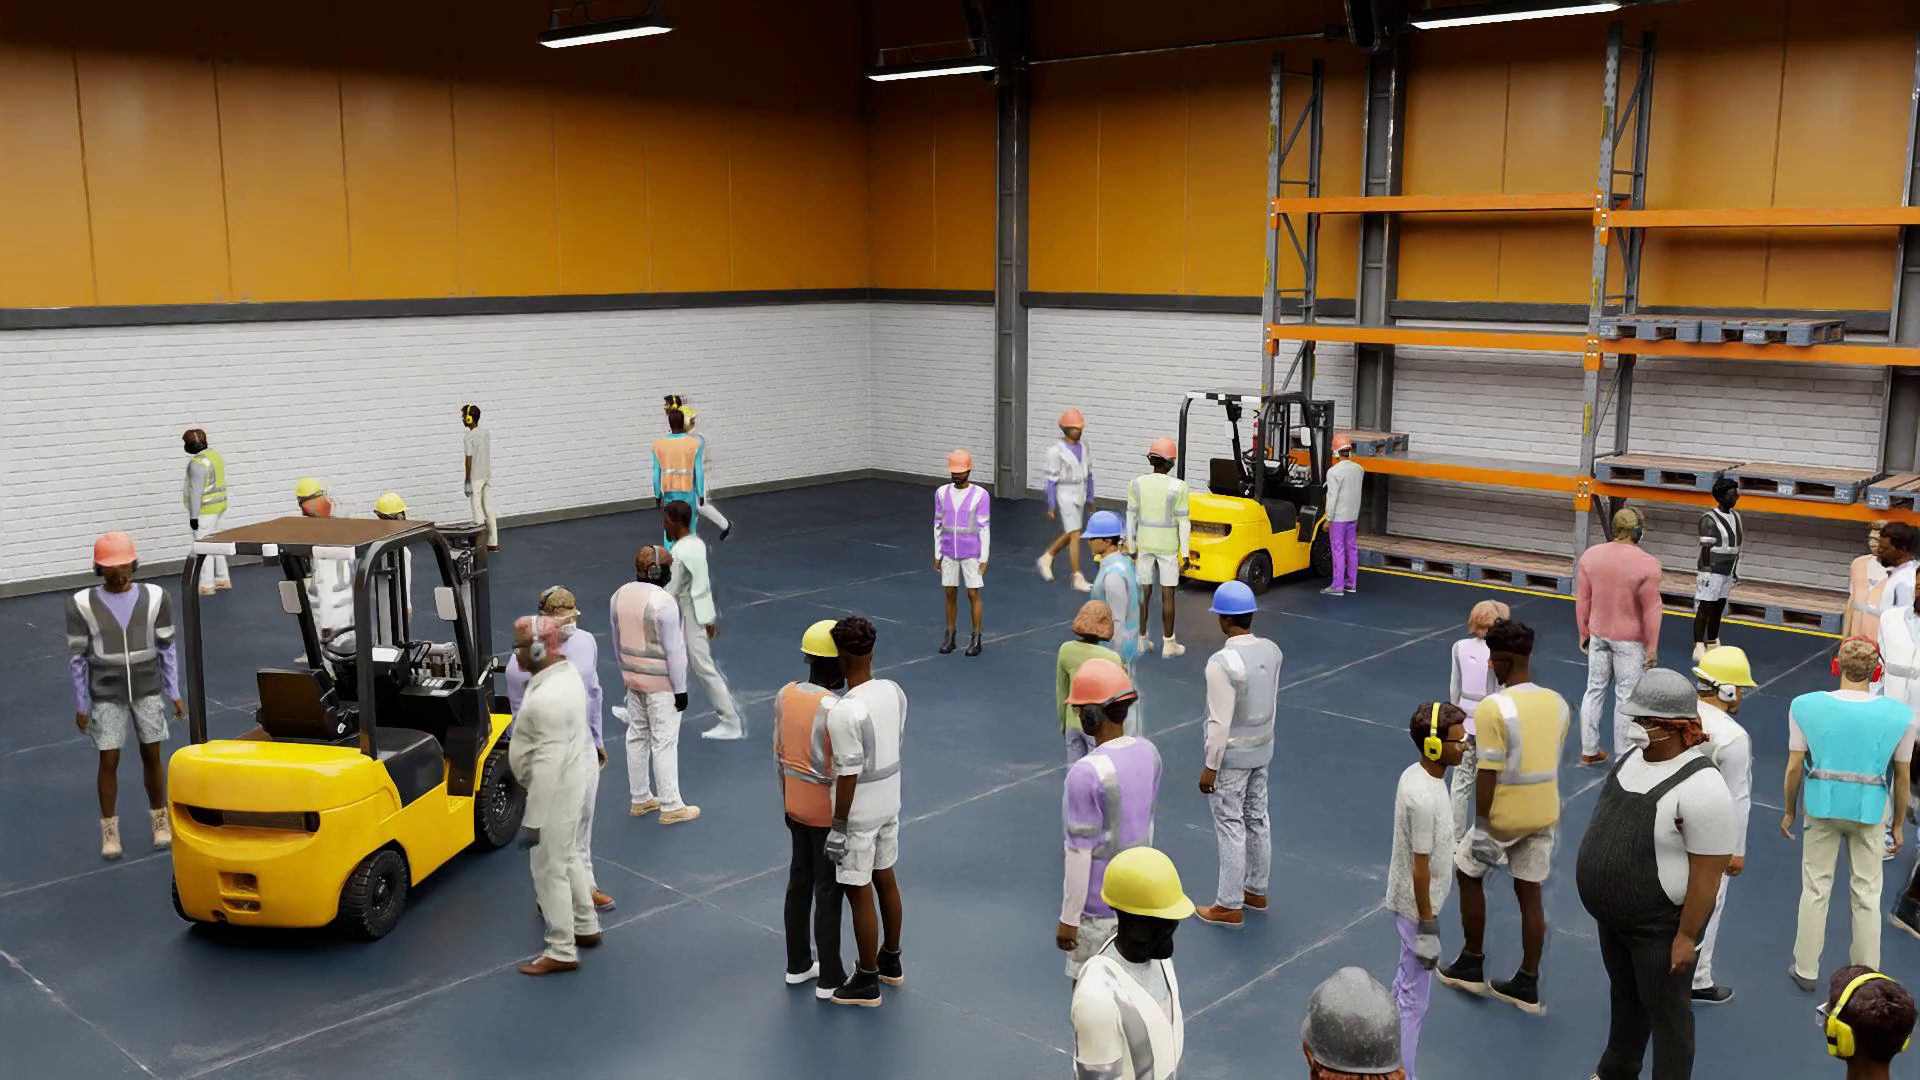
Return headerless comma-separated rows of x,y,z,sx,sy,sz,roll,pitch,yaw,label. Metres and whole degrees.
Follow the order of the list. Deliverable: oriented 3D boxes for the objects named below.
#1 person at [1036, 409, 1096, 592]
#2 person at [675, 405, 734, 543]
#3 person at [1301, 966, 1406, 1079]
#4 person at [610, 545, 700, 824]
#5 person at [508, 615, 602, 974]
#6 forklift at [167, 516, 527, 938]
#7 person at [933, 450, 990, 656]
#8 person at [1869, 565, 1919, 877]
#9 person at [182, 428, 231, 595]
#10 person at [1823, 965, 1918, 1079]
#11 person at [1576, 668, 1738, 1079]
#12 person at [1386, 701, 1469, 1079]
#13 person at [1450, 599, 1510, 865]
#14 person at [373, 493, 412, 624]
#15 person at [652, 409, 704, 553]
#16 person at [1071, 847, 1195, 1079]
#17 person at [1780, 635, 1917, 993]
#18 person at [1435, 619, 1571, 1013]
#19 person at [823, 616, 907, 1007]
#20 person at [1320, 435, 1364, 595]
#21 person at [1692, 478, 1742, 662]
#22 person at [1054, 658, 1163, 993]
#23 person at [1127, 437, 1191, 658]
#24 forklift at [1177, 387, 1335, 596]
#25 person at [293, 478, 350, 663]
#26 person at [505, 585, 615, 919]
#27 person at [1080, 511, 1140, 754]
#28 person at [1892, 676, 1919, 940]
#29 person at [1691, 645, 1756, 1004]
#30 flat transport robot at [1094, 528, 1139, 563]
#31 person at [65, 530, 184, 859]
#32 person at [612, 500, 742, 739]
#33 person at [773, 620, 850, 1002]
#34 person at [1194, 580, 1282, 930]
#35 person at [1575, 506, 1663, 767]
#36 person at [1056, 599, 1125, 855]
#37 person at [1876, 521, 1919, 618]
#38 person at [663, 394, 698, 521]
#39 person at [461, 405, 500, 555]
1.185,-0.467,18.494,0.941,2.018,0.610,10,14,44,person
-3.304,-0.811,21.061,0.792,1.800,0.596,-5,11,-28,person
0.938,2.031,4.179,0.684,2.000,0.538,-1,10,-7,person
-2.002,0.944,10.954,0.619,1.839,0.430,8,13,40,person
-2.119,1.328,8.667,0.445,1.899,0.680,-1,10,-6,person
-3.583,0.976,9.748,1.214,2.155,2.313,2,10,11,forklift
0.009,0.118,15.400,0.547,1.929,0.387,4,11,22,person
5.780,1.065,10.022,0.392,1.922,0.591,-8,13,-37,person
-8.244,-0.315,18.163,0.429,1.828,0.641,-1,10,-4,person
2.407,2.063,4.525,0.511,1.862,0.324,-2,10,-10,person
2.876,1.532,7.023,0.535,2.000,0.674,-1,10,-8,person
2.000,1.598,7.146,0.335,1.869,0.521,2,10,14,person
3.209,1.175,10.198,0.307,1.639,0.513,-6,12,-31,person
-4.652,0.491,13.721,0.309,1.772,0.524,-8,13,-37,person
-3.261,-0.554,19.279,0.587,1.911,0.397,0,10,0,person
0.550,1.894,5.286,0.367,1.927,0.590,4,11,23,person
4.437,1.396,8.357,0.564,1.843,0.395,5,11,26,person
2.718,1.352,8.344,0.642,1.929,0.705,-5,11,-26,person
-0.487,1.343,8.312,0.363,1.962,0.612,5,11,25,person
4.148,-0.275,18.144,0.564,1.745,0.344,-8,13,-39,person
6.909,0.277,15.146,0.532,1.696,0.319,-7,12,-35,person
0.612,1.510,7.183,0.410,2.029,0.619,7,12,36,person
1.849,0.064,15.374,0.615,2.041,0.392,6,11,30,person
3.298,-0.608,18.767,1.214,2.155,2.313,9,13,42,forklift
-5.707,0.309,14.868,0.797,1.742,0.531,3,11,19,person
-2.234,1.190,9.299,0.381,1.928,0.641,6,12,30,person
0.997,0.741,11.831,0.648,1.922,0.629,2,10,10,person
5.297,1.293,8.745,0.613,1.919,0.905,-2,10,-14,person
3.718,1.416,8.319,0.403,1.821,0.602,-2,10,-13,person
2.097,0.069,20.389,0.652,0.197,1.431,3,10,16,flat transport robot
-5.187,0.945,10.359,0.609,2.042,0.386,-7,12,-35,person
-2.177,0.619,12.747,1.051,1.856,0.594,0,10,0,person
-0.692,1.350,8.390,0.381,1.923,0.591,-9,13,-41,person
1.537,1.186,9.264,0.405,1.943,0.614,9,13,42,person
4.728,0.717,11.955,0.352,1.937,0.635,-8,12,-37,person
0.809,1.171,10.237,0.268,1.631,0.507,-10,14,-43,person
6.681,0.814,11.544,0.679,1.888,0.607,7,12,35,person
-3.759,-0.992,21.916,0.390,1.853,0.558,-3,10,-18,person
-5.940,-0.738,20.480,0.325,1.862,0.495,3,10,16,person
